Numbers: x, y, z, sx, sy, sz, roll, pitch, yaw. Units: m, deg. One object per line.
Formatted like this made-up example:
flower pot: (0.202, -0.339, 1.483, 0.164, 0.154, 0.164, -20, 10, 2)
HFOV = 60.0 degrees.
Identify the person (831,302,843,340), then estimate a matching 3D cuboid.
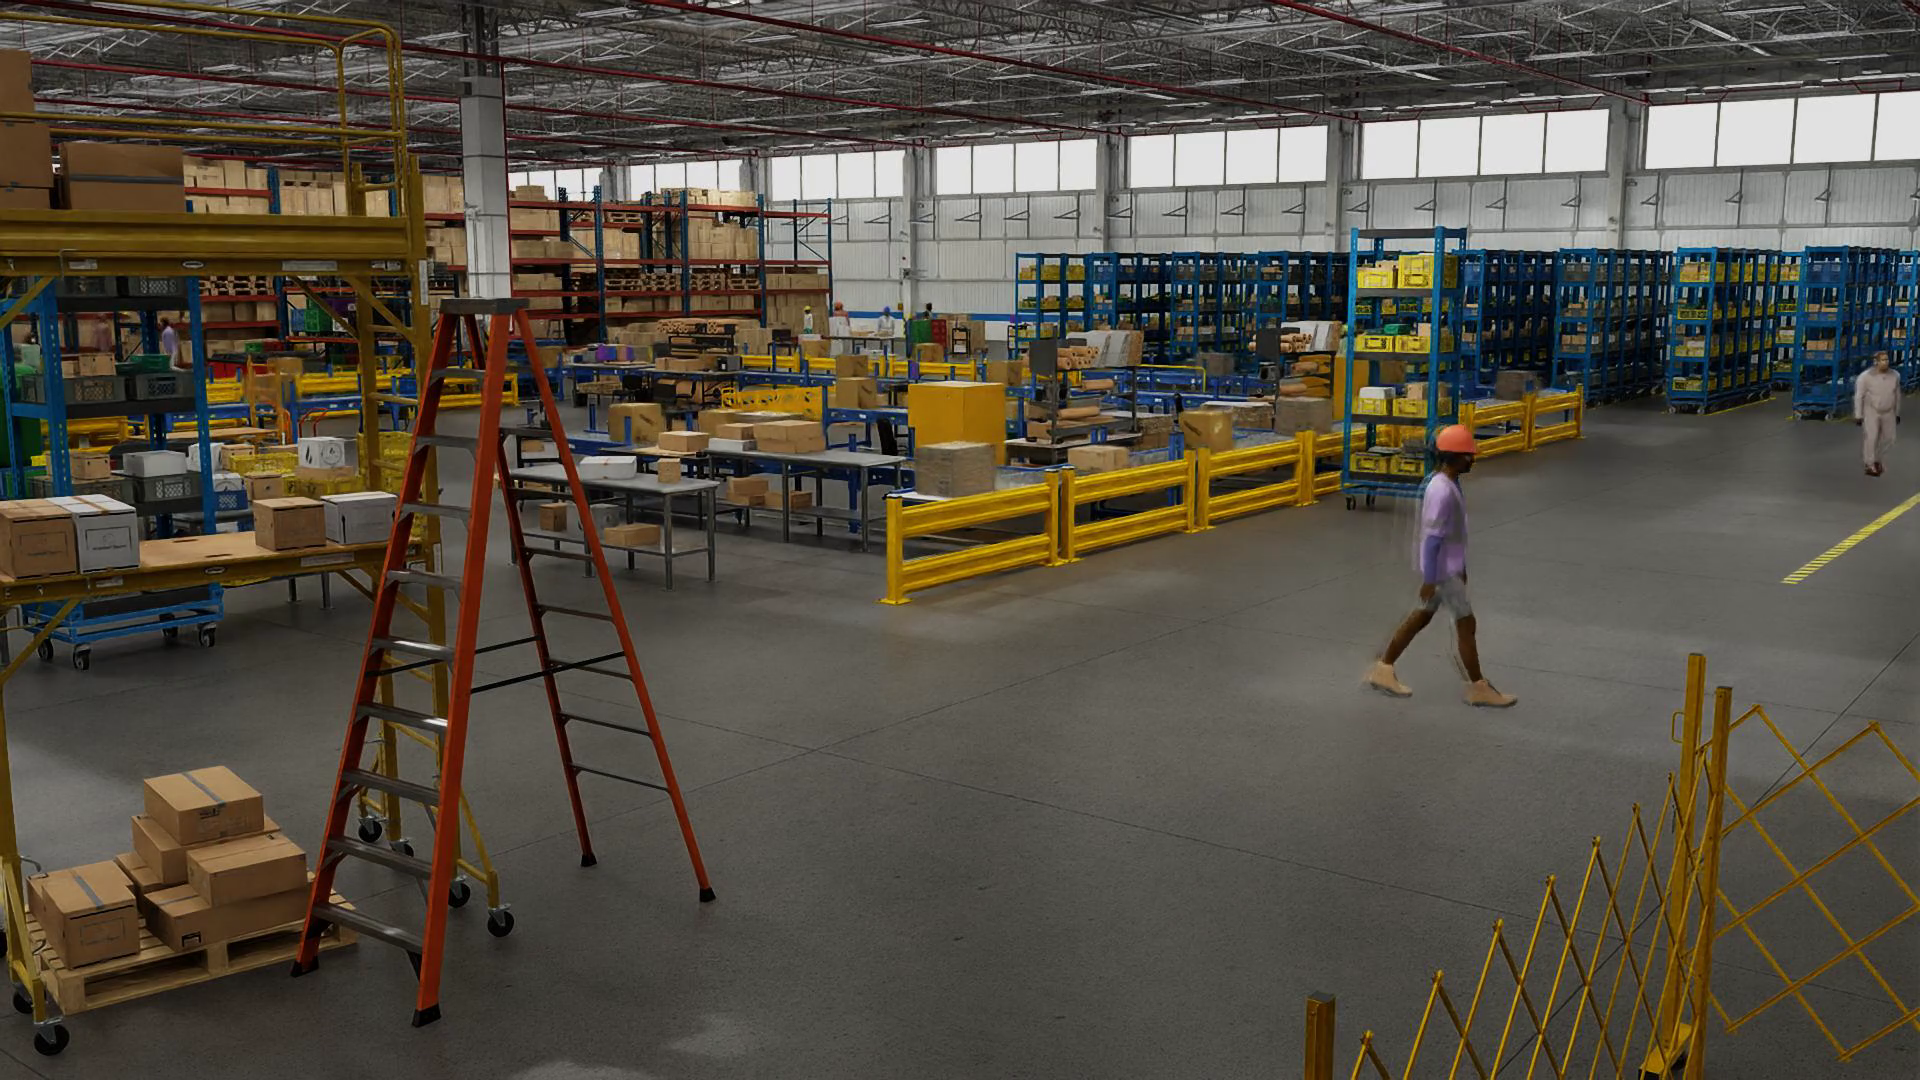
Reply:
person: (-4.962, -8.576, 66.679, 0.549, 1.875, 0.998, 4, 10, 25)

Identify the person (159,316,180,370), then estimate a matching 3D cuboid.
person: (-20.805, -4.942, 43.883, 0.765, 1.917, 0.640, -5, 10, -29)

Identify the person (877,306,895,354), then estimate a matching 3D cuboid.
person: (-2.569, -7.124, 57.504, 0.620, 1.919, 0.904, -3, 10, -17)

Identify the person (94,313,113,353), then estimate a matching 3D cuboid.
person: (-25.025, -5.679, 48.574, 0.651, 1.885, 0.791, 7, 12, 39)

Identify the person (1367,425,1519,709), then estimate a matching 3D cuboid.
person: (3.391, 0.176, 11.711, 1.038, 1.996, 0.626, 3, 10, 19)

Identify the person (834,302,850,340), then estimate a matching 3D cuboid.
person: (-4.508, -8.114, 63.551, 0.680, 1.958, 0.599, -4, 10, -24)

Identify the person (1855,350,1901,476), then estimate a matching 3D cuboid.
person: (13.787, -1.899, 24.946, 0.681, 1.892, 0.424, 0, 9, 1)

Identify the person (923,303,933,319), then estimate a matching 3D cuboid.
person: (-1.292, -8.877, 68.738, 0.439, 1.830, 0.632, 2, 9, 14)

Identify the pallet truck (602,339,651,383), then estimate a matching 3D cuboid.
pallet truck: (-8.991, -4.871, 45.351, 0.653, 1.274, 1.630, 7, 11, 37)

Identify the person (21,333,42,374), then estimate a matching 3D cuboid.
person: (-22.631, -4.248, 40.577, 0.871, 1.587, 0.503, 7, 11, 36)

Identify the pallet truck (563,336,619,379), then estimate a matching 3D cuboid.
pallet truck: (-10.690, -5.294, 48.215, 1.601, 1.201, 0.680, -5, 10, -26)

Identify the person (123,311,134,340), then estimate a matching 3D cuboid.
person: (-28.712, -7.055, 57.379, 0.538, 1.813, 0.617, -9, 12, -43)

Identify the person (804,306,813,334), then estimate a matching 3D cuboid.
person: (-6.014, -8.376, 65.779, 0.312, 1.768, 0.525, -8, 12, -39)

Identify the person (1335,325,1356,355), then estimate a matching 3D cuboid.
person: (9.173, -4.235, 39.759, 0.624, 1.815, 0.460, -8, 12, -40)

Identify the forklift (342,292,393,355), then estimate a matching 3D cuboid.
forklift: (-16.485, -5.622, 45.120, 1.129, 2.768, 1.873, 7, 11, 37)
